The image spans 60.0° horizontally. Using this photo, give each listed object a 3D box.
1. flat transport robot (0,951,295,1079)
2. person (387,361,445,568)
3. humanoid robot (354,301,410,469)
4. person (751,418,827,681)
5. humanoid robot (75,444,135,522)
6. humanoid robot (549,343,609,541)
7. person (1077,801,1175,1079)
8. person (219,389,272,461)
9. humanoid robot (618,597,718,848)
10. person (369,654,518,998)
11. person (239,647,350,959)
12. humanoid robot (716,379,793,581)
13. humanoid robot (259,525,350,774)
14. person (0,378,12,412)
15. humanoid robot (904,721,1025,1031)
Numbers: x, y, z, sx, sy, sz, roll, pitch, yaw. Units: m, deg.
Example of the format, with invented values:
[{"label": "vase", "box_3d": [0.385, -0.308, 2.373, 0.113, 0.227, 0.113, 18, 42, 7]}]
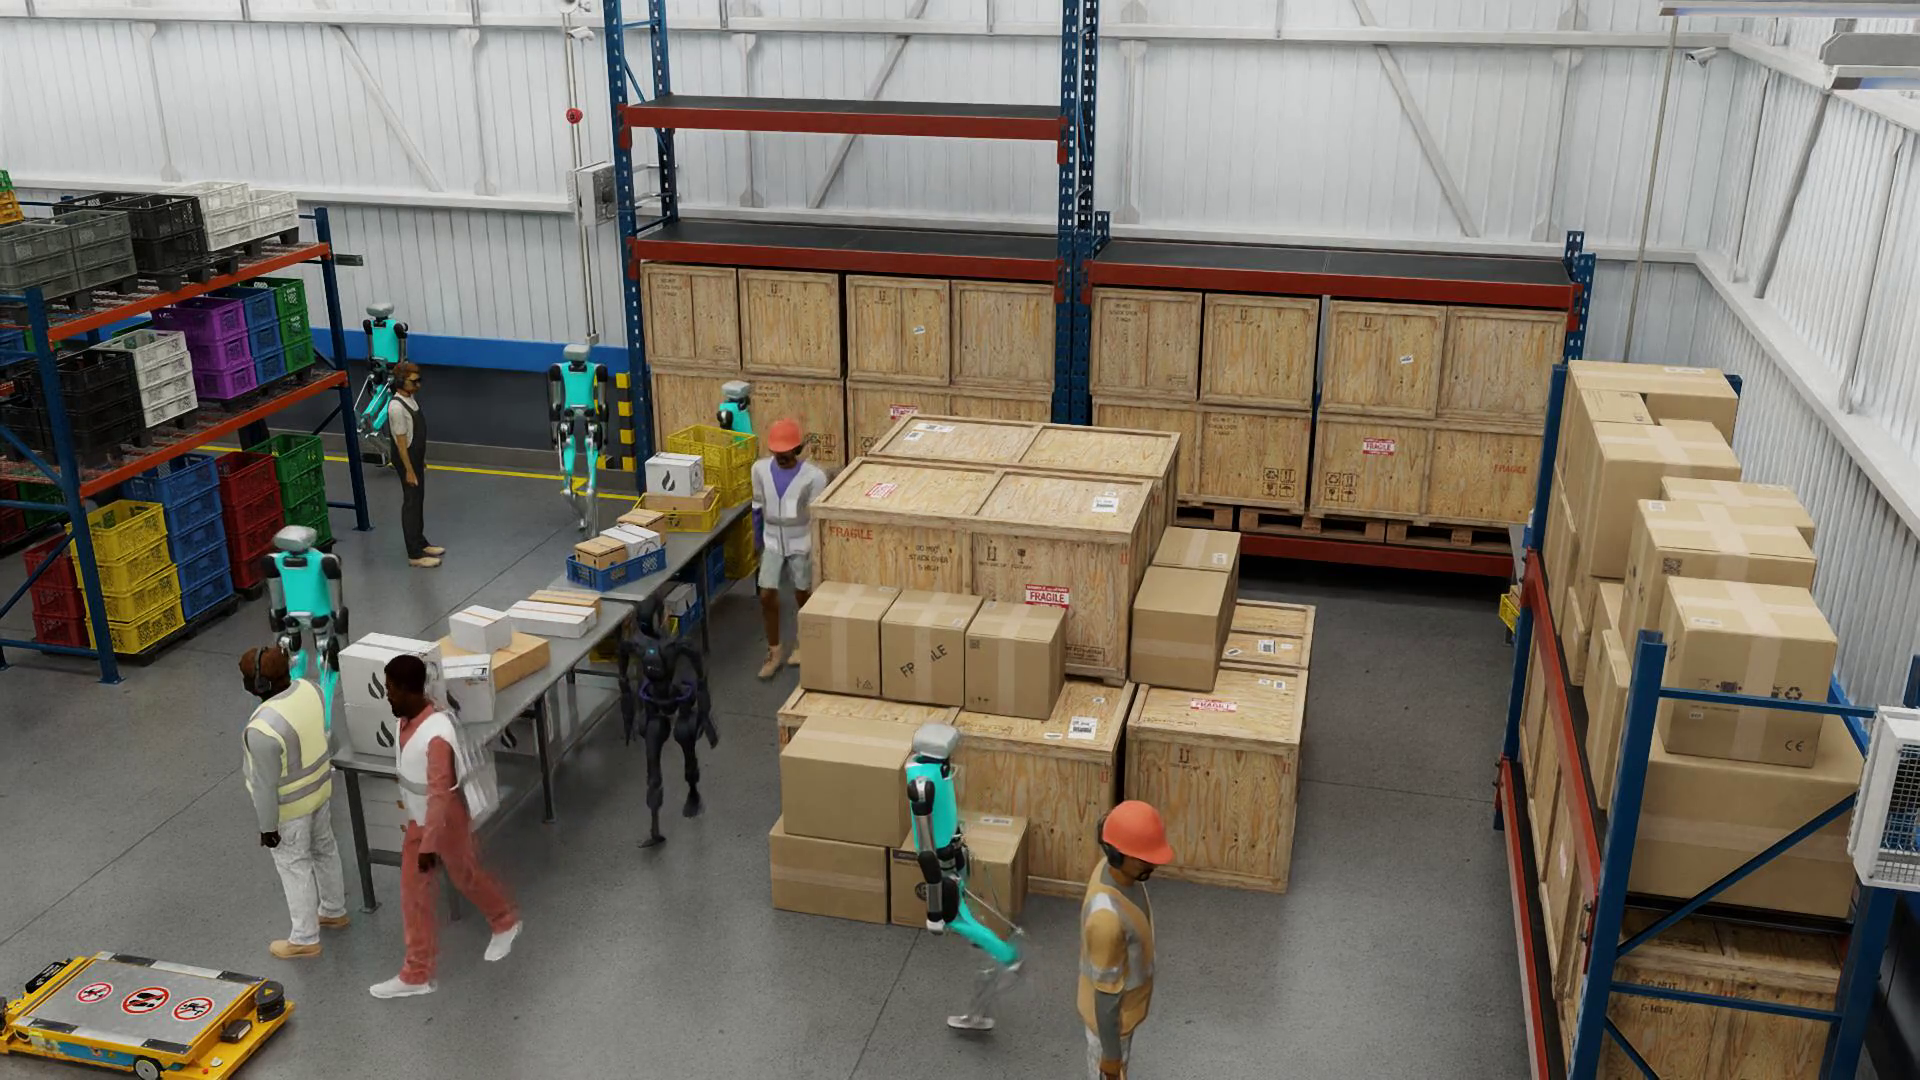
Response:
[{"label": "flat transport robot", "box_3d": [-4.270, 2.464, 8.601, 1.431, 0.231, 0.659, 5, 22, 13]}, {"label": "person", "box_3d": [-4.796, -0.667, 14.592, 0.345, 1.839, 0.504, -3, 21, -7]}, {"label": "humanoid robot", "box_3d": [-5.901, -1.524, 16.782, 0.533, 1.681, 0.735, 10, 23, 24]}, {"label": "person", "box_3d": [-1.307, 0.082, 12.382, 0.649, 2.014, 0.806, 6, 22, 14]}, {"label": "humanoid robot", "box_3d": [-7.438, -0.544, 14.519, 0.606, 1.633, 0.646, 8, 22, 20]}, {"label": "humanoid robot", "box_3d": [-3.486, -0.811, 15.250, 0.553, 1.885, 0.799, -2, 21, -6]}, {"label": "person", "box_3d": [0.709, 2.036, 7.244, 0.387, 2.036, 0.613, 4, 21, 10]}, {"label": "person", "box_3d": [-7.270, -1.532, 16.809, 0.328, 1.873, 0.517, 11, 24, 27]}, {"label": "humanoid robot", "box_3d": [-1.801, 1.087, 10.291, 0.609, 1.620, 0.783, 3, 21, 7]}, {"label": "person", "box_3d": [-2.816, 1.500, 8.905, 0.606, 1.848, 0.870, 18, 27, 39]}, {"label": "person", "box_3d": [-3.671, 1.427, 9.125, 0.429, 1.837, 0.622, 3, 21, 8]}, {"label": "humanoid robot", "box_3d": [-1.621, -0.442, 14.248, 0.840, 1.871, 0.537, 5, 21, 12]}, {"label": "humanoid robot", "box_3d": [-4.322, 0.874, 10.752, 0.550, 1.787, 0.916, 2, 21, 6]}, {"label": "person", "box_3d": [-9.851, -1.490, 16.939, 0.918, 1.686, 0.503, 4, 21, 11]}, {"label": "humanoid robot", "box_3d": [0.096, 1.814, 8.377, 0.731, 1.888, 0.541, 4, 21, 9]}]
